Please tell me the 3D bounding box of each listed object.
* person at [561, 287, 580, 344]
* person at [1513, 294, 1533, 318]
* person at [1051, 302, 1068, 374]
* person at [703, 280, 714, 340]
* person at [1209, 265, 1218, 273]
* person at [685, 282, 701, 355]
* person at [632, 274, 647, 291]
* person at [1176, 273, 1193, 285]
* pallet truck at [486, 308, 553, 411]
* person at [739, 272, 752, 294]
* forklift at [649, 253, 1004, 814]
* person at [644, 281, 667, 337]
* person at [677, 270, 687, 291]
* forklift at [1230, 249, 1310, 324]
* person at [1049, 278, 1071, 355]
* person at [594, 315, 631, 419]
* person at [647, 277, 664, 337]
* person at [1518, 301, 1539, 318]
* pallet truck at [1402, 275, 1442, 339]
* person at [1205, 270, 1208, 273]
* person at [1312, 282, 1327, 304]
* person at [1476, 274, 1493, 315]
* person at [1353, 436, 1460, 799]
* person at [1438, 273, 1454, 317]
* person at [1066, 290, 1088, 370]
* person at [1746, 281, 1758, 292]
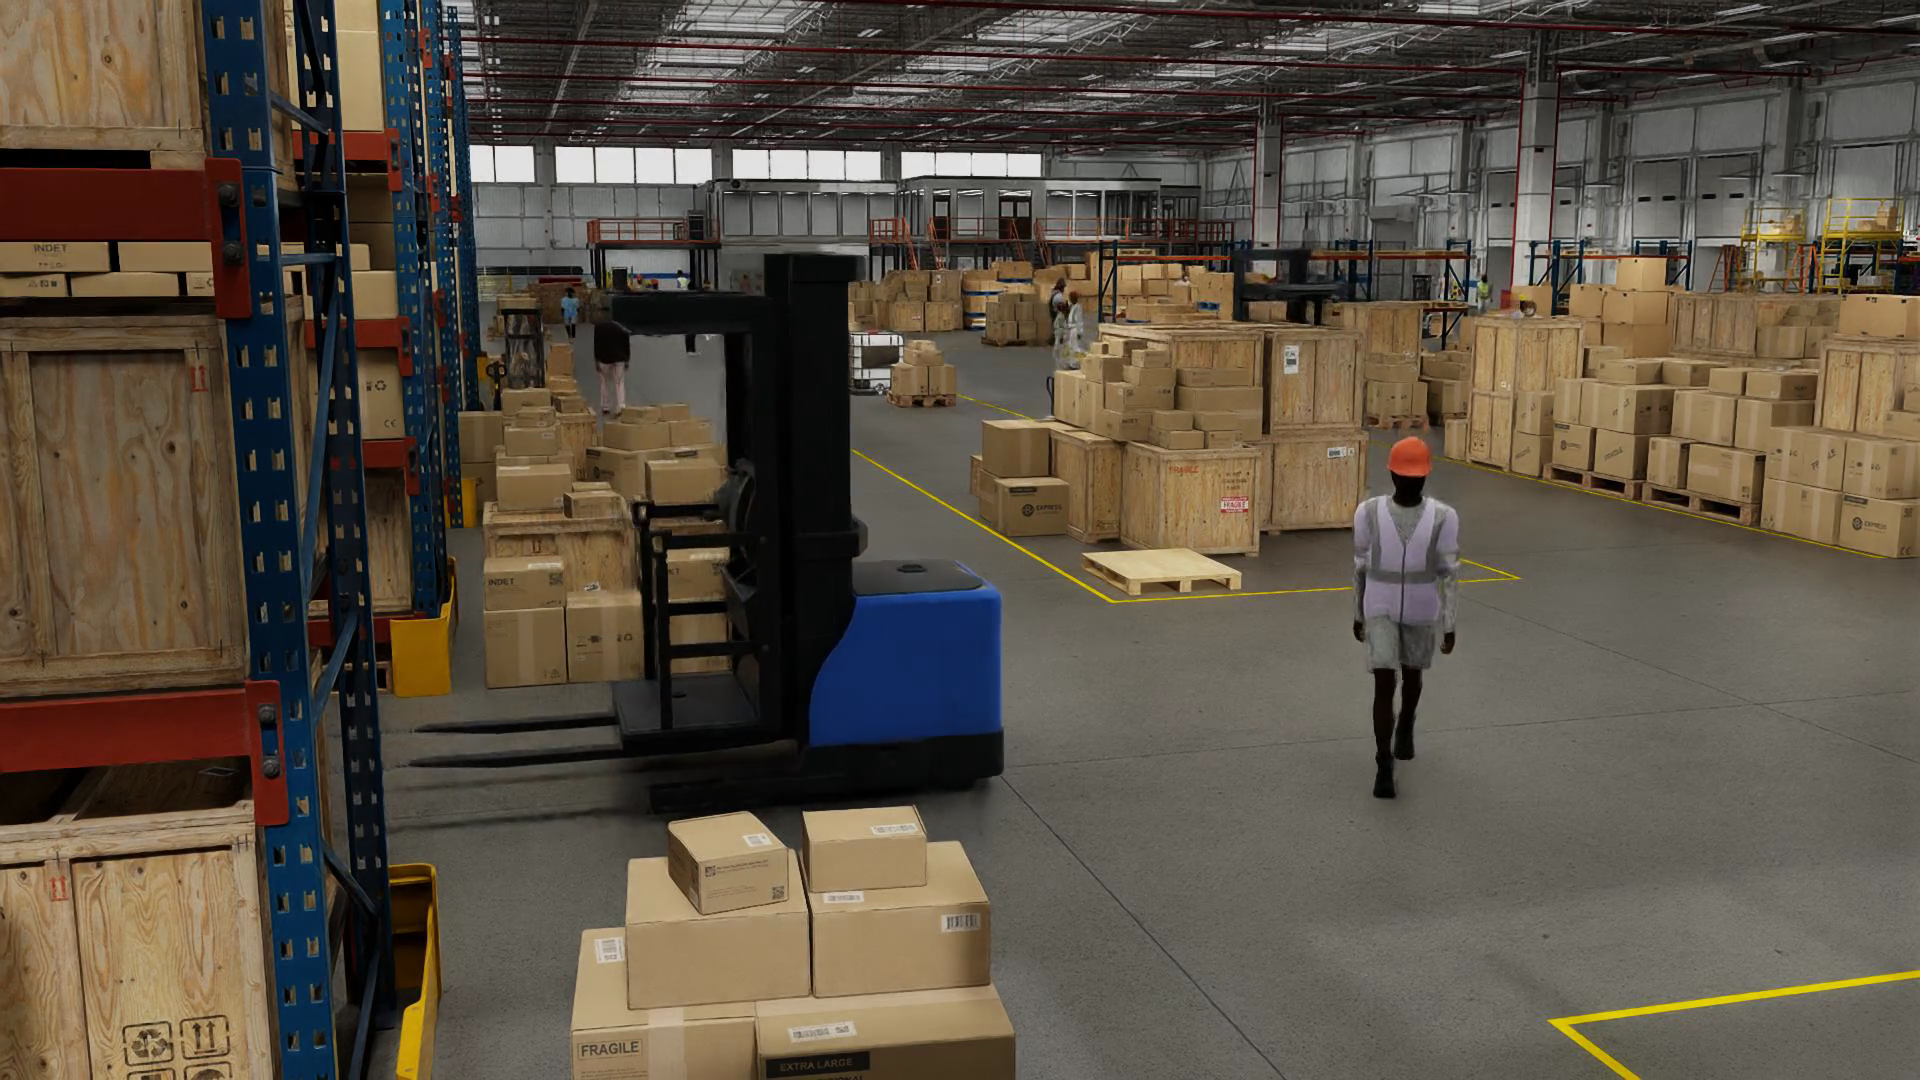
[{"bbox_3d":[-11.487,-6.632,49.088,0.545,1.683,0.545,-1,10,-6],"label":"person"},{"bbox_3d":[11.548,-4.066,34.016,0.819,1.883,0.578,1,10,8],"label":"person"},{"bbox_3d":[2.209,-4.529,37.362,0.376,1.623,0.544,-1,10,-4],"label":"person"},{"bbox_3d":[-7.739,-7.085,51.231,0.534,1.840,0.817,-1,10,-3],"label":"person"},{"bbox_3d":[12.476,-12.580,82.044,0.617,1.946,0.393,-1,10,-8],"label":"person"},{"bbox_3d":[-7.119,-5.863,44.094,0.392,1.920,0.588,3,11,18],"label":"person"},{"bbox_3d":[-11.394,-8.533,59.256,0.538,1.912,0.847,1,10,6],"label":"person"},{"bbox_3d":[8.166,-8.729,60.405,0.640,1.885,1.021,-1,10,-7],"label":"person"},{"bbox_3d":[-6.242,-2.418,24.362,0.823,1.965,1.885,1,10,3],"label":"pallet truck"},{"bbox_3d":[-9.336,-10.770,72.367,0.528,1.755,0.471,-1,10,-7],"label":"person"},{"bbox_3d":[-0.781,-0.118,8.840,1.873,2.768,1.129,-3,10,-15],"label":"forklift"},{"bbox_3d":[-9.730,-7.349,52.937,0.628,1.772,0.698,5,11,26],"label":"person"},{"bbox_3d":[-11.328,-10.033,67.724,0.392,1.914,0.587,4,11,22],"label":"person"},{"bbox_3d":[3.800,-2.203,20.645,1.129,2.768,1.873,-3,10,-15],"label":"forklift"},{"bbox_3d":[2.678,-5.925,44.098,0.536,2.000,0.695,-2,10,-14],"label":"person"},{"bbox_3d":[-5.840,-3.015,27.907,0.649,1.927,1.043,-4,11,-23],"label":"person"},{"bbox_3d":[-9.645,-7.377,52.687,0.576,1.912,0.628,-4,11,-21],"label":"person"},{"bbox_3d":[10.274,-3.373,30.118,0.629,1.872,1.063,2,10,11],"label":"person"},{"bbox_3d":[14.620,-7.324,52.145,0.823,1.965,1.885,8,13,40],"label":"pallet truck"},{"bbox_3d":[11.972,-12.427,81.877,0.439,1.702,0.532,-3,10,-17],"label":"person"},{"bbox_3d":[11.918,-7.731,55.328,0.535,1.693,0.321,5,11,26],"label":"person"},{"bbox_3d":[19.832,-9.131,62.916,0.645,1.796,0.921,4,11,21],"label":"person"},{"bbox_3d":[2.393,0.359,8.983,0.553,1.891,1.004,2,10,12],"label":"person"},{"bbox_3d":[19.890,-10.063,68.100,0.627,1.844,0.429,5,11,25],"label":"person"},{"bbox_3d":[2.742,-4.799,38.228,0.627,1.867,0.600,-2,10,-11],"label":"person"},{"bbox_3d":[27.321,-8.208,57.351,0.594,1.924,0.382,-9,13,-40],"label":"person"}]
